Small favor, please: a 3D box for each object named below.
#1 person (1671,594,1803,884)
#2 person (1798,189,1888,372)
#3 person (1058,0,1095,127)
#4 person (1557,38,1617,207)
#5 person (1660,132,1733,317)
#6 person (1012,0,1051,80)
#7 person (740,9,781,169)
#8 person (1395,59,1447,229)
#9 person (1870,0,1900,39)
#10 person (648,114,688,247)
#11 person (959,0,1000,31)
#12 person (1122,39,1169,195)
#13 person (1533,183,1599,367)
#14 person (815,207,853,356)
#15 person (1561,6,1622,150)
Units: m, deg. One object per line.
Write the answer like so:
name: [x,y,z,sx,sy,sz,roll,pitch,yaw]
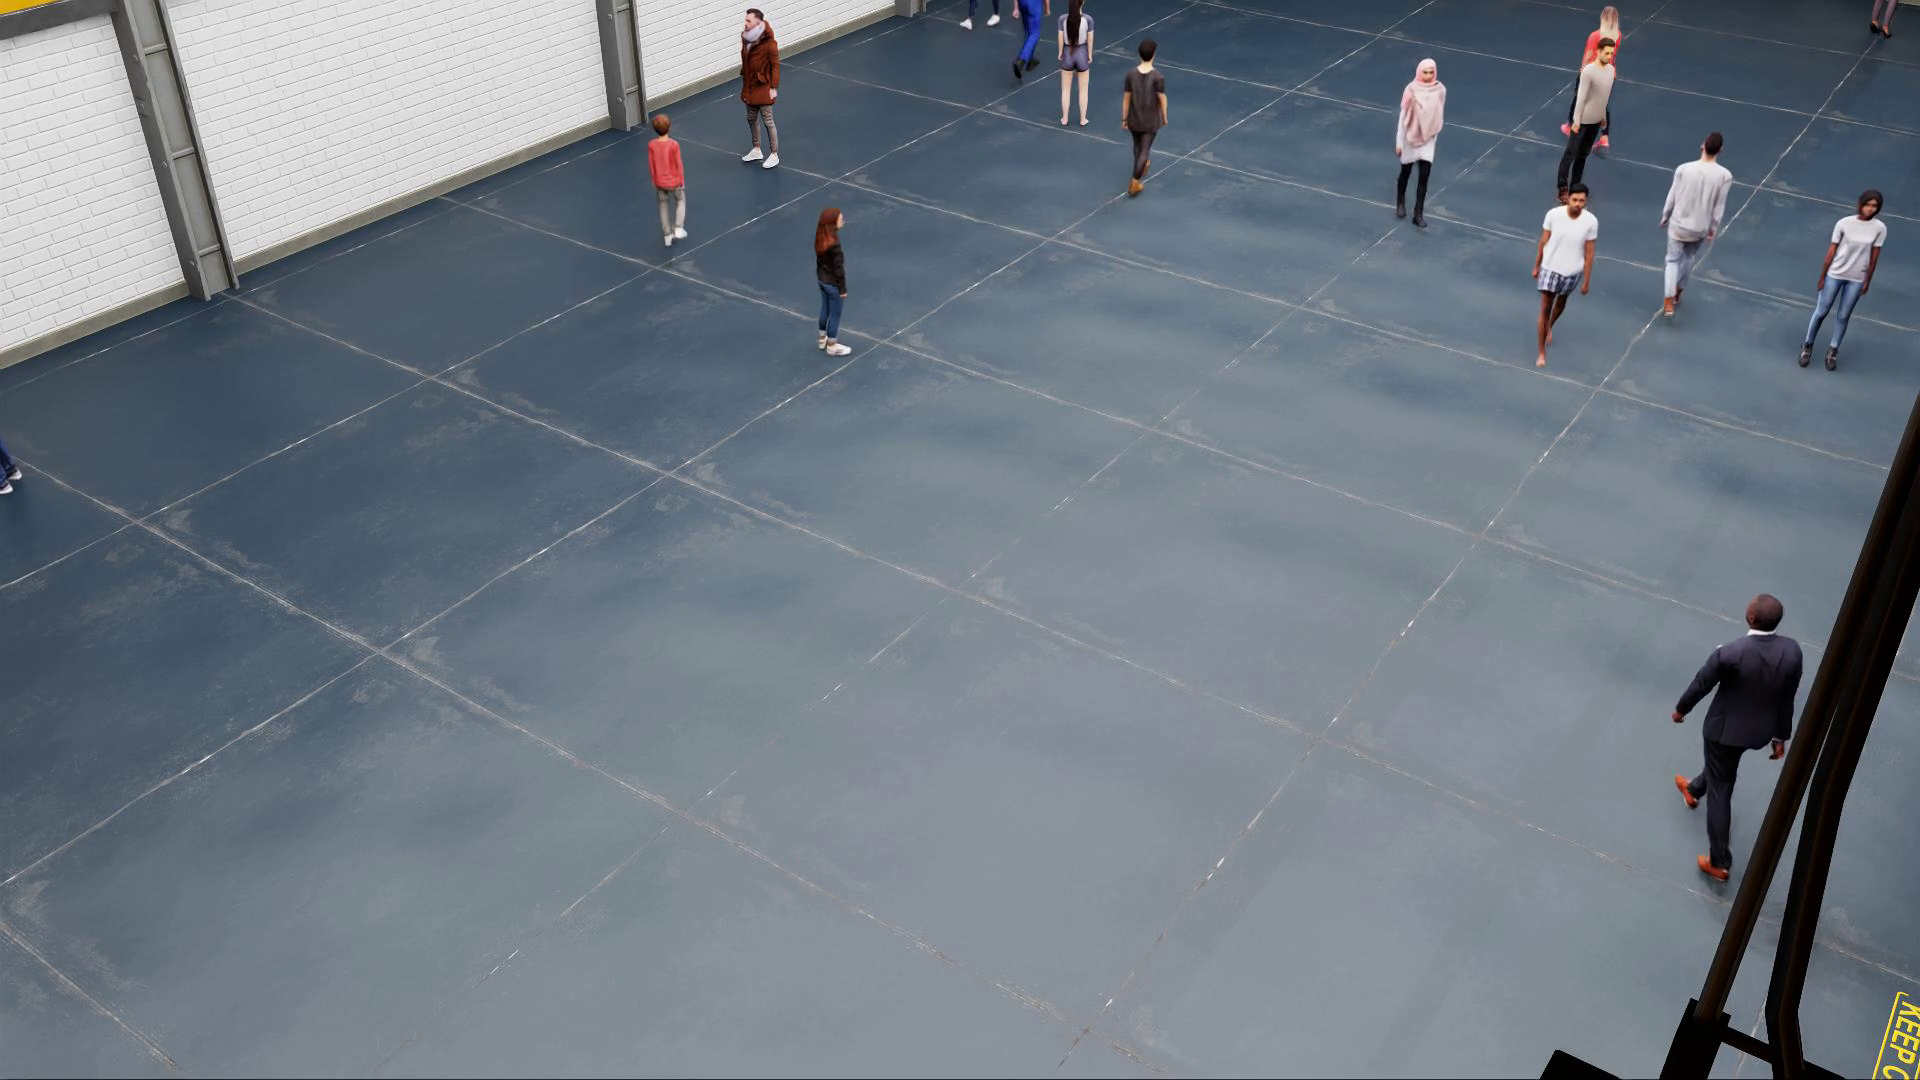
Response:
person: [4.600,1.186,9.785,1.196,1.779,1.313,-3,34,-4]
person: [8.095,-2.395,15.224,0.628,1.721,0.600,12,35,17]
person: [1.435,-5.983,20.686,0.664,1.650,0.653,5,34,7]
person: [6.992,-4.684,18.540,0.654,1.862,0.794,-19,38,-26]
person: [7.046,-3.023,16.079,0.887,1.820,1.136,10,35,15]
person: [0.906,-7.087,22.192,0.717,1.823,1.211,16,37,23]
person: [-2.353,-5.308,19.501,0.714,1.837,0.698,24,41,32]
person: [4.953,-4.367,18.136,0.941,1.782,1.049,-1,34,-1]
person: [13.411,-8.085,23.830,0.728,1.671,0.677,-7,34,-10]
person: [-3.107,-3.782,17.595,0.635,1.407,0.680,3,34,5]
person: [0.428,-8.284,24.073,0.664,1.733,1.105,24,40,31]
person: [2.056,-4.740,18.797,0.677,1.672,1.066,18,37,24]
person: [5.596,-2.524,15.458,0.888,1.678,1.214,10,35,15]
person: [-1.227,-2.432,15.501,0.655,1.476,0.699,-23,40,-30]
person: [7.687,-5.506,19.963,1.118,1.656,1.165,-6,34,-9]
